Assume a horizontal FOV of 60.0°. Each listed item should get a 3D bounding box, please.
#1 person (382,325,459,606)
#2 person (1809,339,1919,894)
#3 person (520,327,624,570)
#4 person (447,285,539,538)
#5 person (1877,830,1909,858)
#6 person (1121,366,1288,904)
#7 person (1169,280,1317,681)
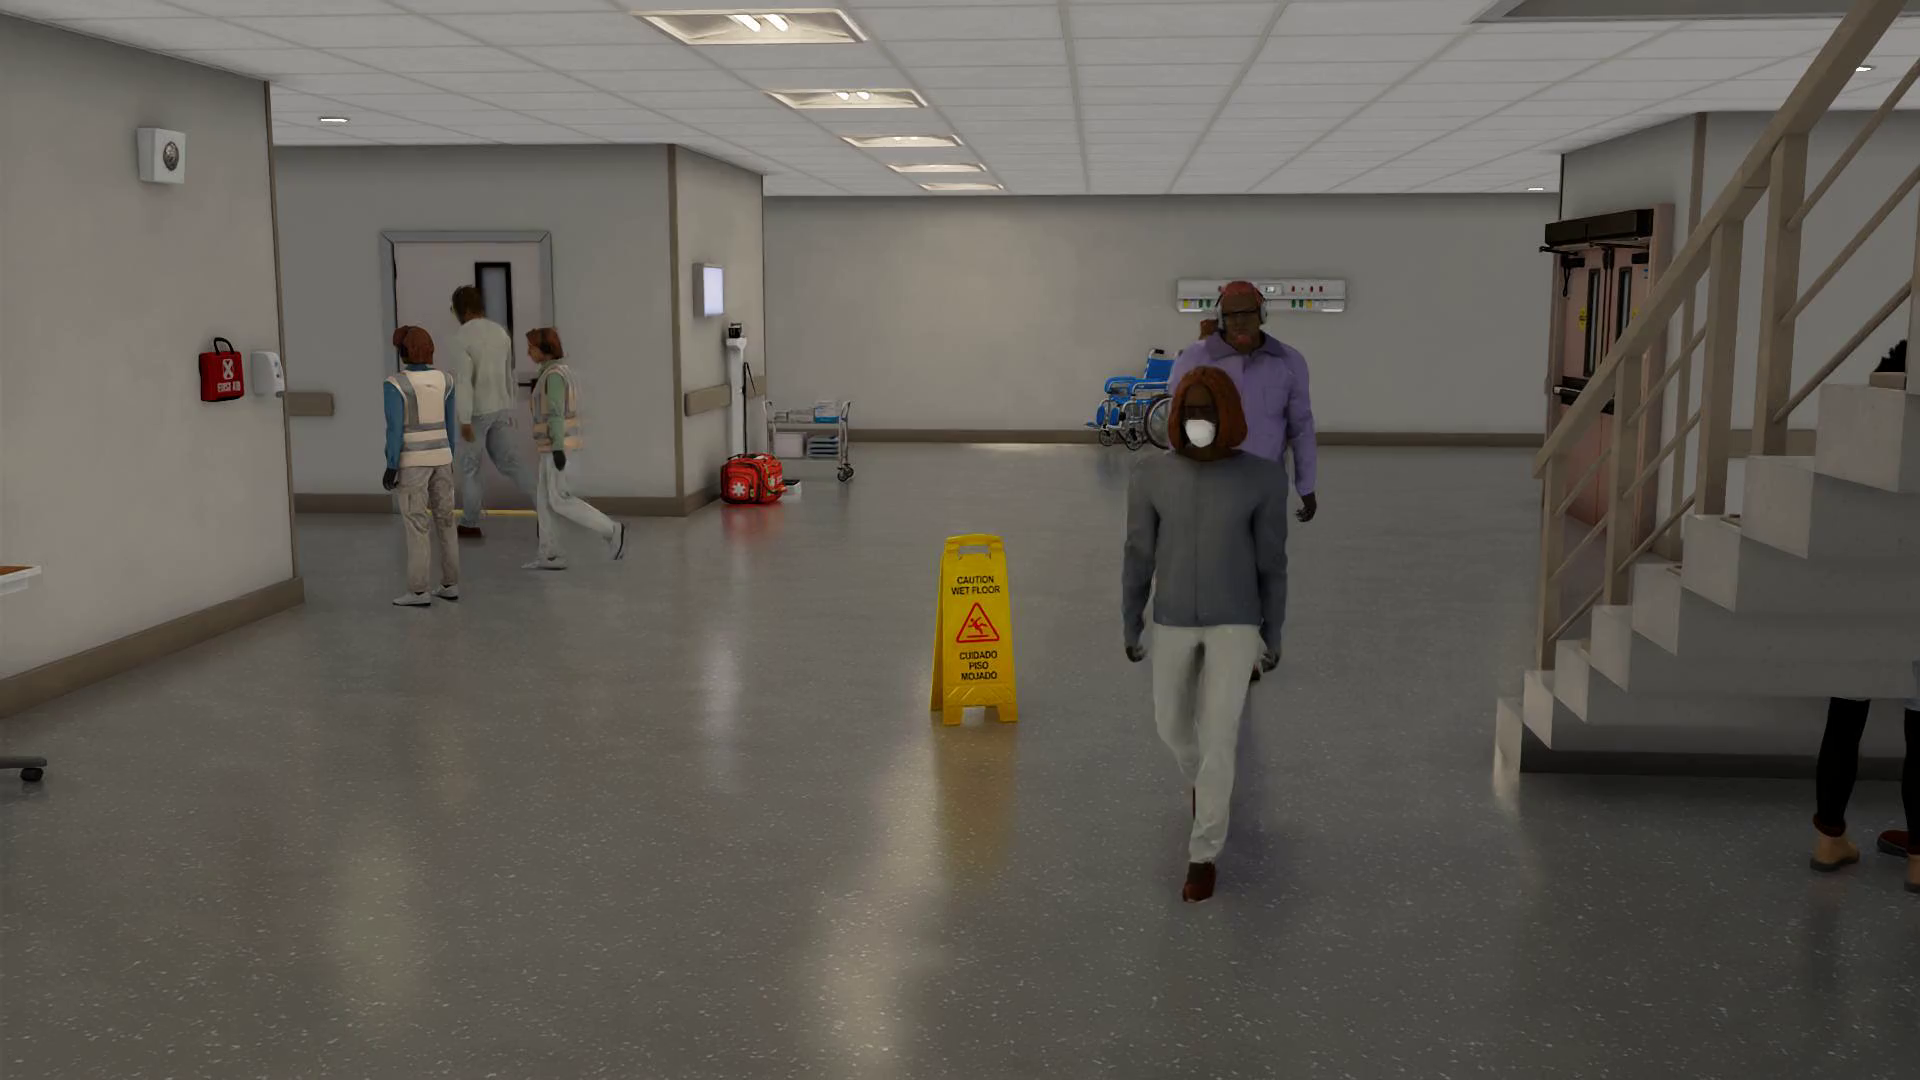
[{"bbox_3d":[-3.155,-0.430,9.741,0.310,1.642,0.514,5,10,28],"label":"person"},{"bbox_3d":[2.866,0.227,5.090,0.317,1.695,0.537,-7,11,-41],"label":"person"},{"bbox_3d":[-2.591,-0.599,10.979,0.610,1.615,0.523,-3,9,-17],"label":"person"},{"bbox_3d":[-3.435,-0.928,12.284,0.879,1.905,0.649,4,9,23],"label":"person"},{"bbox_3d":[3.149,0.106,5.090,0.373,1.940,0.629,2,9,10],"label":"person"},{"bbox_3d":[0.773,0.254,5.206,0.506,1.610,0.686,3,9,19],"label":"person"},{"bbox_3d":[1.326,-0.250,7.694,0.660,1.878,0.655,-1,8,-6],"label":"person"}]
